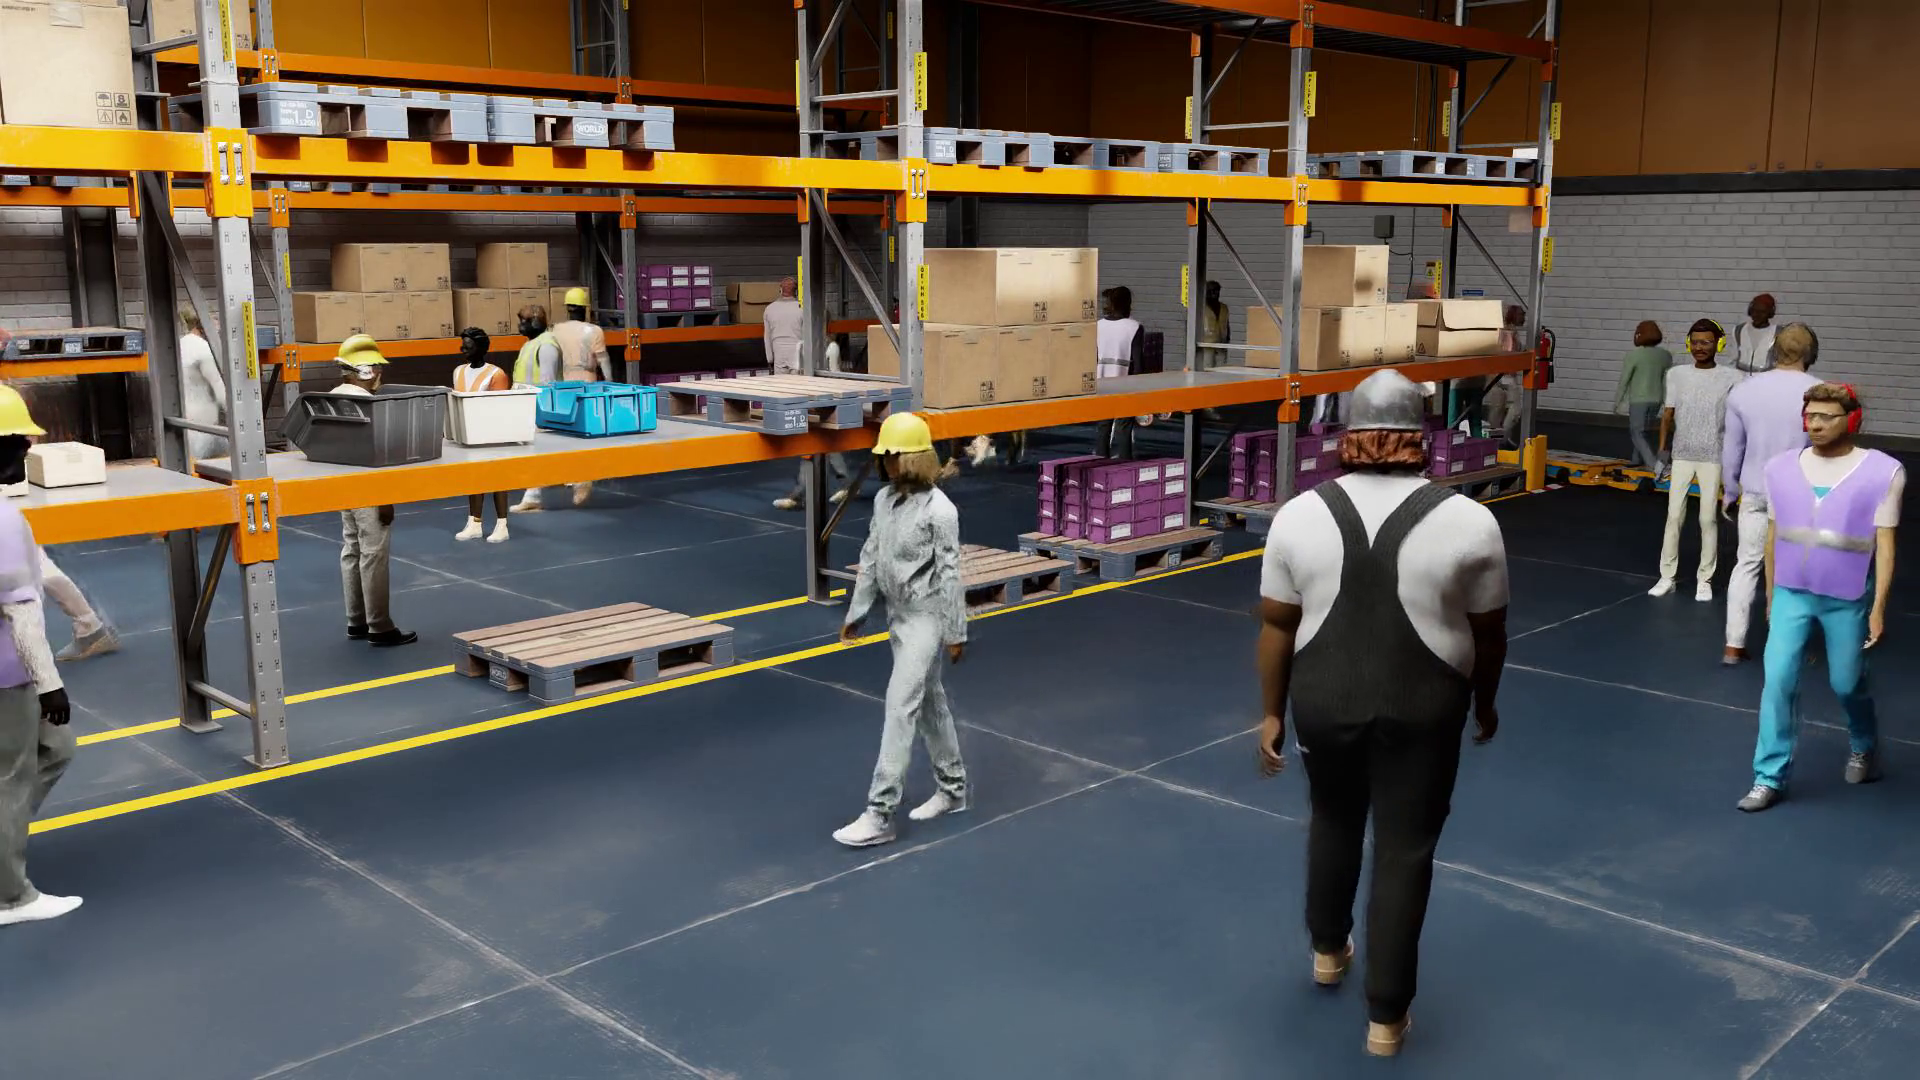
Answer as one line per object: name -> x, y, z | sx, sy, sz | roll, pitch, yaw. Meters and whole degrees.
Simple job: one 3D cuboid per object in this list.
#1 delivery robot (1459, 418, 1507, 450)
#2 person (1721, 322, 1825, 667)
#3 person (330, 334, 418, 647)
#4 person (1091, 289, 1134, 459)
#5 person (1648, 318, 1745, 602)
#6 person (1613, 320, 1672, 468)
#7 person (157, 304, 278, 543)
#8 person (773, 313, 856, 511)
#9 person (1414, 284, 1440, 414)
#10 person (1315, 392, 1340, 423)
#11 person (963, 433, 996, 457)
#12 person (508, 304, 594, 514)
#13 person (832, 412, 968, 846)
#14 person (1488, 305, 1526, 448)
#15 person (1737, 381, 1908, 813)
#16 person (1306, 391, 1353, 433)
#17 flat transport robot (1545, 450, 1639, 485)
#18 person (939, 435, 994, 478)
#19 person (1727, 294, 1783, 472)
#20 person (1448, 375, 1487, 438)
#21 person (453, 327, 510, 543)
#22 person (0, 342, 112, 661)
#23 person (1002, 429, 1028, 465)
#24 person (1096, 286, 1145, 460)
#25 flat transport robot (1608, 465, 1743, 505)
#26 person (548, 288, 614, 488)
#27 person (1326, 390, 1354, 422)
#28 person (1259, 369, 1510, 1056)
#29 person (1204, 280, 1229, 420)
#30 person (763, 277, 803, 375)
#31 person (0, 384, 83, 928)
delivery robot -> 5.364, -1.087, 17.373 | 0.477, 0.478, 0.707 | -5, 11, -24
person -> 4.557, -0.239, 9.245 | 0.380, 1.941, 0.635 | -9, 14, -42
person -> -3.481, -0.287, 9.783 | 0.404, 1.830, 0.595 | -10, 14, -43
person -> 1.542, -1.729, 17.628 | 0.843, 1.831, 0.548 | -6, 12, -30
person -> 4.867, -0.523, 10.979 | 0.534, 1.863, 0.310 | 7, 13, 34
person -> 6.573, -1.288, 15.865 | 0.541, 1.604, 0.726 | -3, 11, -15
person -> -5.954, -0.938, 13.194 | 1.043, 1.884, 0.650 | -9, 14, -40
person -> -1.257, -1.170, 14.726 | 0.991, 1.800, 0.532 | -9, 14, -41
person -> 5.306, -1.964, 18.814 | 1.003, 1.877, 0.551 | 8, 13, 35
person -> 4.306, -2.074, 19.136 | 0.623, 1.970, 0.730 | 2, 11, 13
person -> 0.224, -1.925, 18.138 | 0.374, 2.044, 0.605 | -1, 10, -6
person -> -3.592, -1.132, 14.414 | 0.636, 1.821, 0.638 | -6, 12, -29
person -> -0.271, 0.350, 6.651 | 0.813, 1.710, 0.489 | -6, 12, -31
person -> 6.190, -1.834, 18.770 | 0.501, 1.615, 0.629 | 4, 11, 19
person -> 3.687, 0.223, 7.061 | 0.868, 1.813, 0.574 | -10, 14, -42
person -> 3.949, -1.661, 17.557 | 0.580, 1.744, 0.354 | 0, 10, 1
flat transport robot -> 5.967, -0.738, 16.499 | 0.652, 0.197, 1.431 | -5, 12, -27
person -> 0.024, -1.609, 16.496 | 0.572, 2.015, 0.621 | -3, 11, -16
person -> 7.621, -1.427, 15.935 | 0.582, 1.854, 0.491 | 10, 14, 43
person -> 5.029, -1.509, 16.654 | 0.533, 1.760, 0.342 | -3, 11, -14
person -> -3.771, -0.823, 13.072 | 0.536, 1.696, 0.318 | 5, 11, 24
person -> -5.278, -0.231, 9.173 | 0.618, 1.954, 1.009 | 8, 13, 39
person -> 0.532, -1.715, 17.378 | 0.544, 1.906, 0.476 | 6, 12, 31
person -> 1.507, -1.474, 16.015 | 0.590, 1.919, 0.395 | 8, 13, 37
flat transport robot -> 6.804, -0.523, 15.327 | 0.652, 0.197, 1.431 | -7, 13, -35
person -> -3.641, -1.478, 16.124 | 0.609, 1.890, 0.919 | 4, 11, 19
person -> 4.712, -2.208, 20.227 | 0.665, 1.853, 0.527 | 9, 14, 41
person -> 1.310, 0.467, 5.096 | 0.695, 2.000, 0.839 | 5, 11, 24
person -> 3.260, -2.505, 21.903 | 0.631, 1.825, 0.650 | -5, 12, -27
person -> -2.009, -2.181, 19.897 | 0.652, 1.908, 0.409 | 4, 11, 20
person -> -3.271, 0.411, 5.747 | 0.421, 1.908, 0.598 | -8, 13, -38
